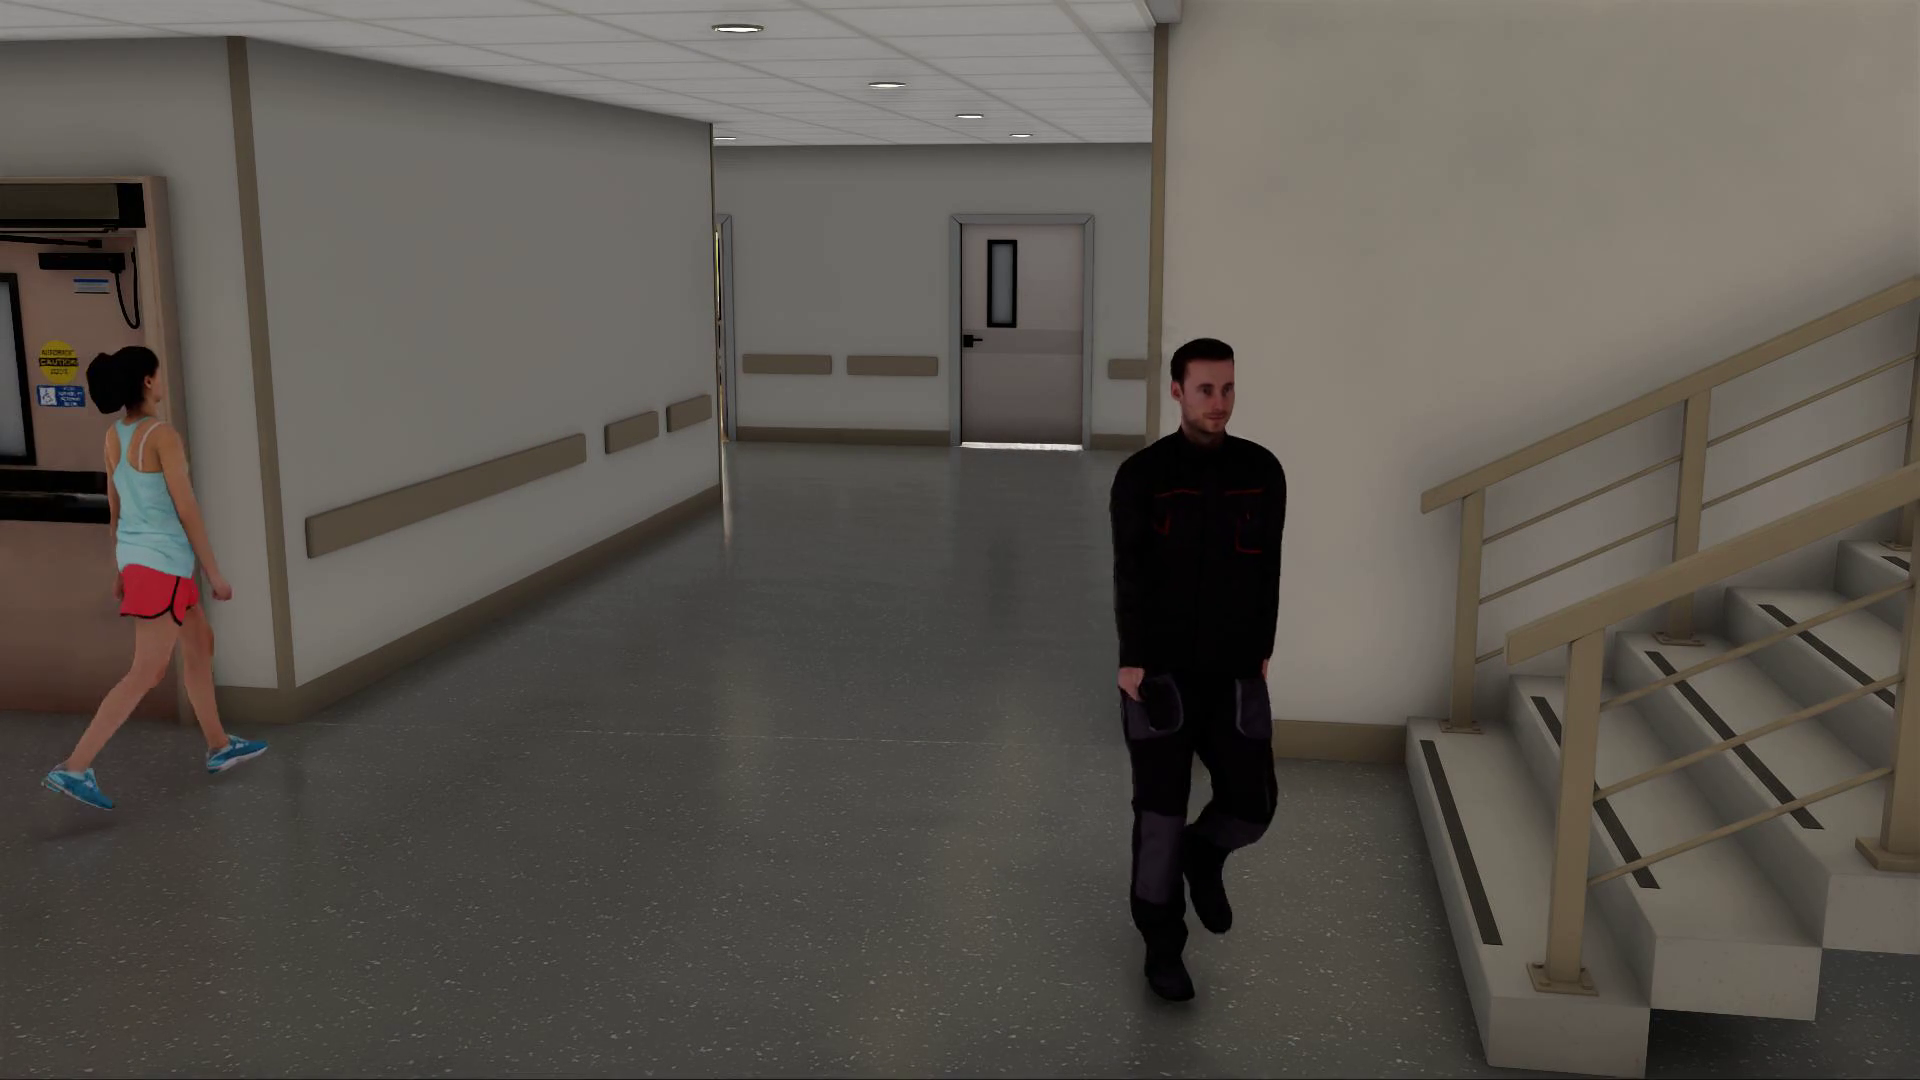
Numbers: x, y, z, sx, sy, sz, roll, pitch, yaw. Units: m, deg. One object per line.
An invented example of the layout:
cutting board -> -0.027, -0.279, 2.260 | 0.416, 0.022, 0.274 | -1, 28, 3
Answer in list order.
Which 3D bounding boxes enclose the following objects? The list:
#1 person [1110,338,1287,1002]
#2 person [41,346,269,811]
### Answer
person -> 0.650, 0.361, 4.864 | 0.878, 1.896, 0.895 | -2, 11, -9
person -> -3.112, 0.172, 6.310 | 1.199, 1.728, 0.996 | 7, 13, 34
